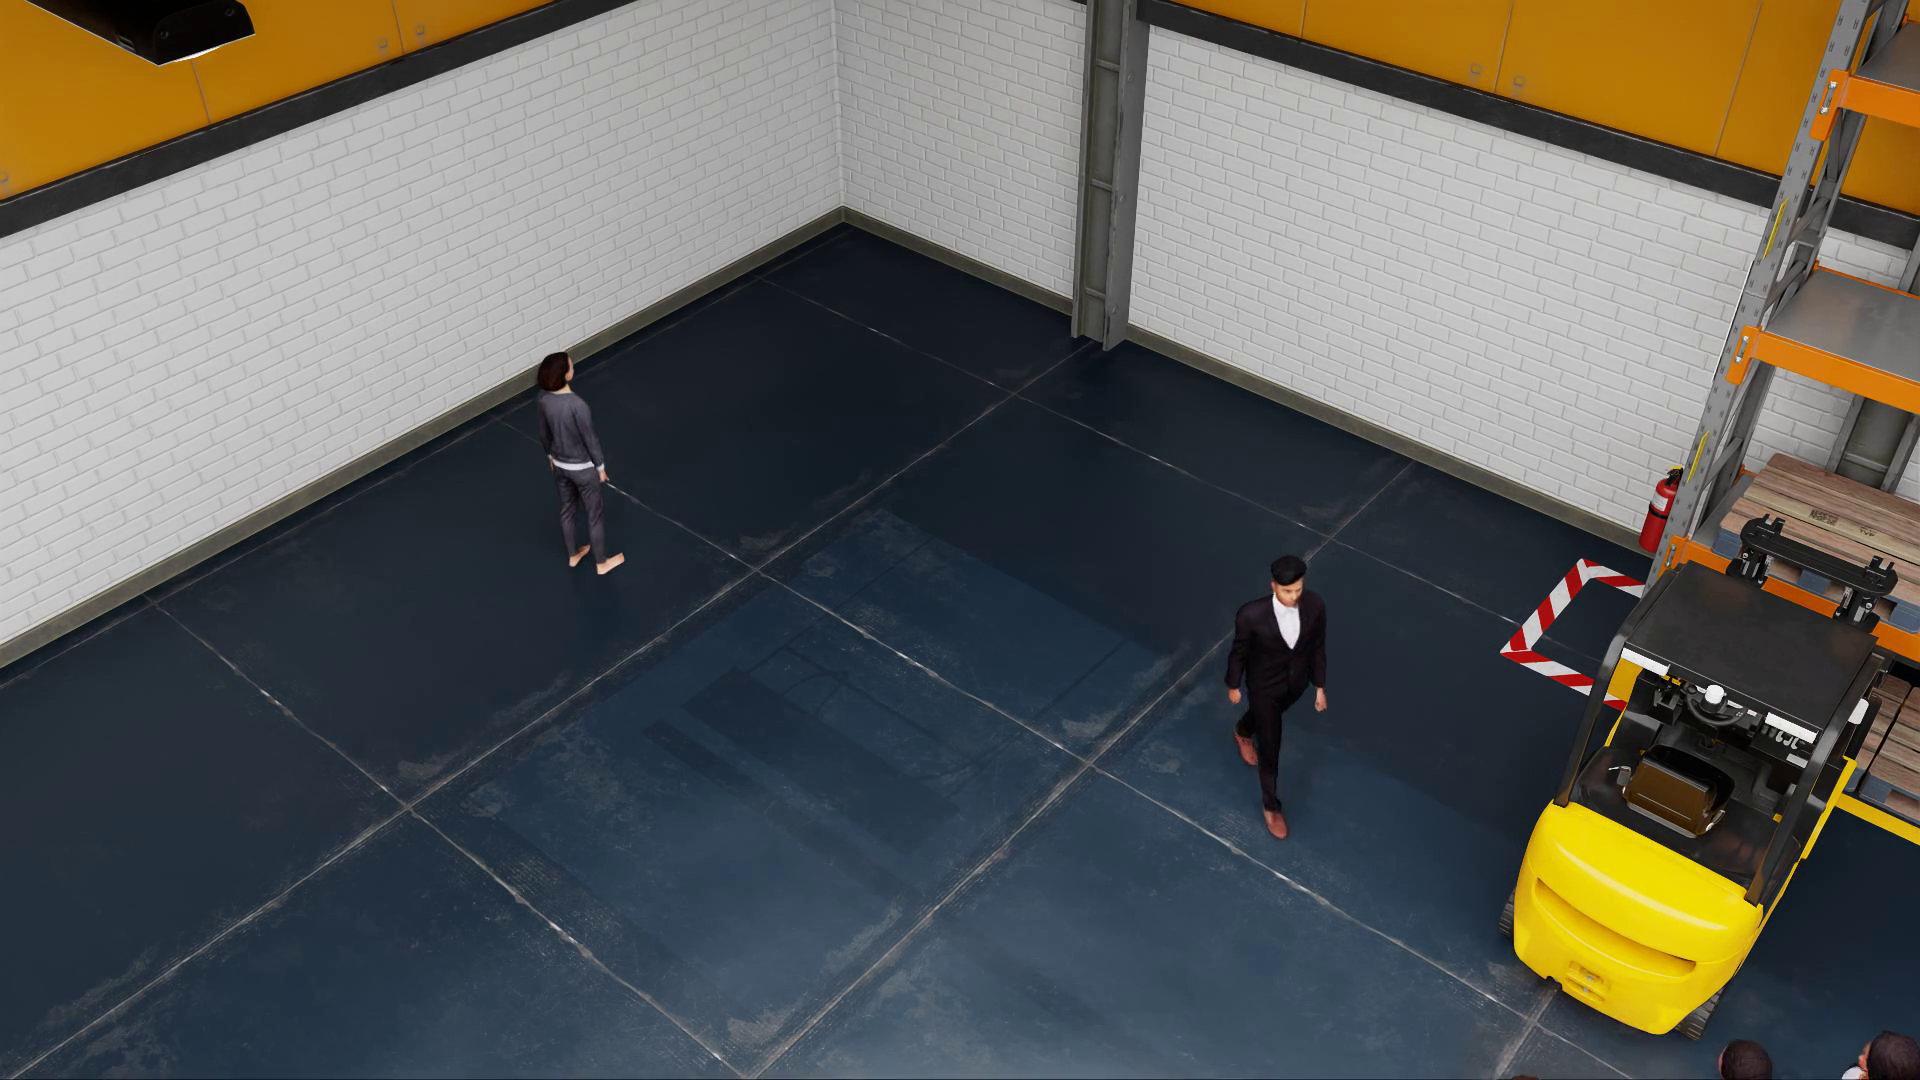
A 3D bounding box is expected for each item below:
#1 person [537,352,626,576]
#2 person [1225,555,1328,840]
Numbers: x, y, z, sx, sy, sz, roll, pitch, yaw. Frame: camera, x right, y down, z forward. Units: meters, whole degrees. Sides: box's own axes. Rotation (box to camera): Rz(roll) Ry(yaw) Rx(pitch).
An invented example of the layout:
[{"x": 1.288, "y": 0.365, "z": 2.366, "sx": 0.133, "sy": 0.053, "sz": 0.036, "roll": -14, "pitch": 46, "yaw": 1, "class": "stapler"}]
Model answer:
[{"x": -2.683, "y": -0.533, "z": 11.573, "sx": 0.541, "sy": 1.768, "sz": 0.726, "roll": 16, "pitch": 41, "yaw": 19, "class": "person"}, {"x": 1.850, "y": 0.775, "z": 9.876, "sx": 1.124, "sy": 1.843, "sz": 1.295, "roll": -10, "pitch": 40, "yaw": -12, "class": "person"}]
